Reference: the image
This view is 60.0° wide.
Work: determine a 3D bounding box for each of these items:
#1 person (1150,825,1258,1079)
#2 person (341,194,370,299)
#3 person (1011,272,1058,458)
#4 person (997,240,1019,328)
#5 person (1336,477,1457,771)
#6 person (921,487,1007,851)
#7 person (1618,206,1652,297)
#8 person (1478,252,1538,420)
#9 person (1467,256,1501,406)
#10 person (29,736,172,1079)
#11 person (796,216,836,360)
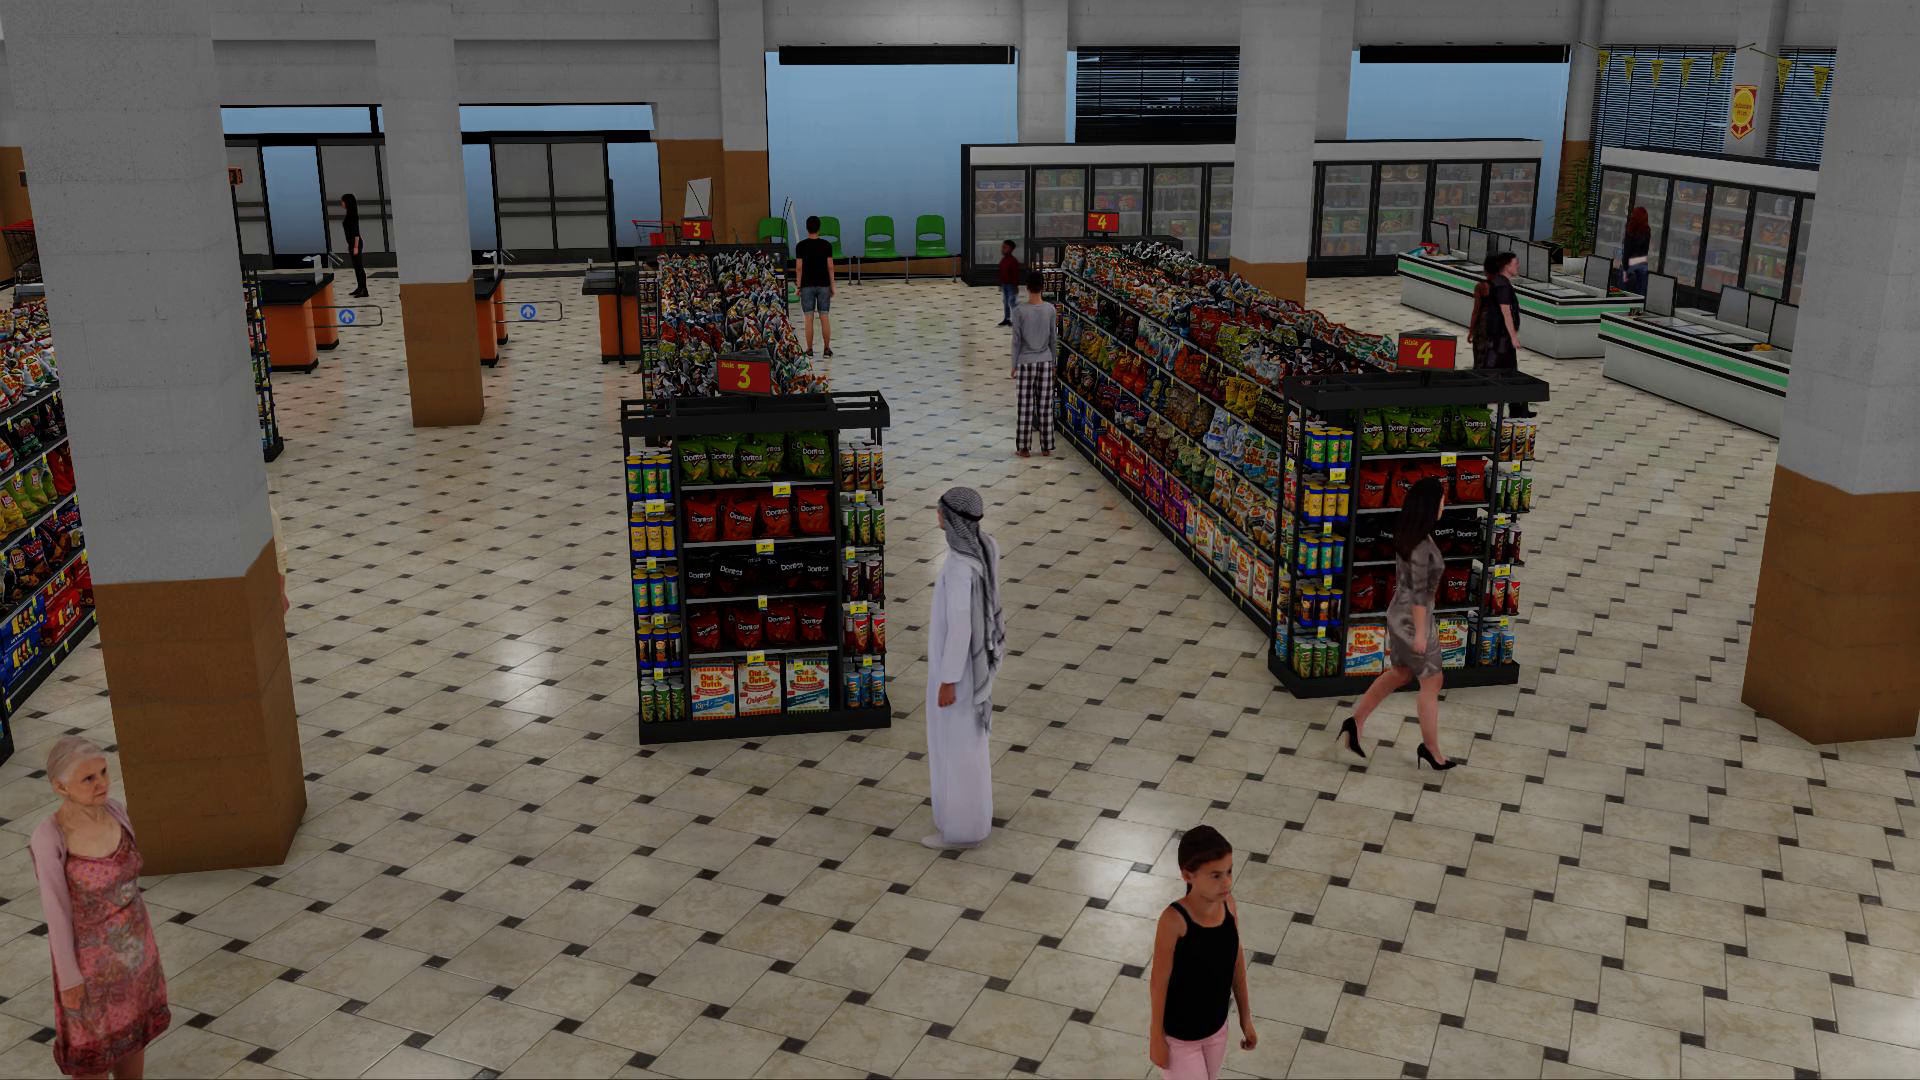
[{"bbox_3d":[0.758,1.685,5.776,0.749,1.553,0.867,-14,22,-38],"label":"person"},{"bbox_3d":[-9.765,-4.760,26.849,0.711,1.641,0.565,-11,20,-31],"label":"person"},{"bbox_3d":[0.746,-1.747,16.573,0.628,1.847,0.532,-4,17,-12],"label":"person"},{"bbox_3d":[0.726,-3.713,24.066,0.650,1.255,0.547,-12,21,-35],"label":"person"},{"bbox_3d":[2.490,0.492,9.400,0.742,1.731,0.895,-1,17,-3],"label":"person"},{"bbox_3d":[0.014,0.652,8.536,0.837,1.926,0.712,3,17,11],"label":"person"},{"bbox_3d":[9.540,-3.759,23.358,0.601,1.755,1.200,-2,17,-7],"label":"person"},{"bbox_3d":[5.798,-2.188,18.056,1.058,1.829,1.060,6,18,19],"label":"person"},{"bbox_3d":[6.006,-2.389,18.941,0.572,1.701,0.498,-3,17,-10],"label":"person"},{"bbox_3d":[-3.163,1.509,6.115,0.748,1.692,0.641,4,17,14],"label":"person"},{"bbox_3d":[-1.886,-3.300,21.689,0.654,1.846,0.538,-3,17,-9],"label":"person"}]
